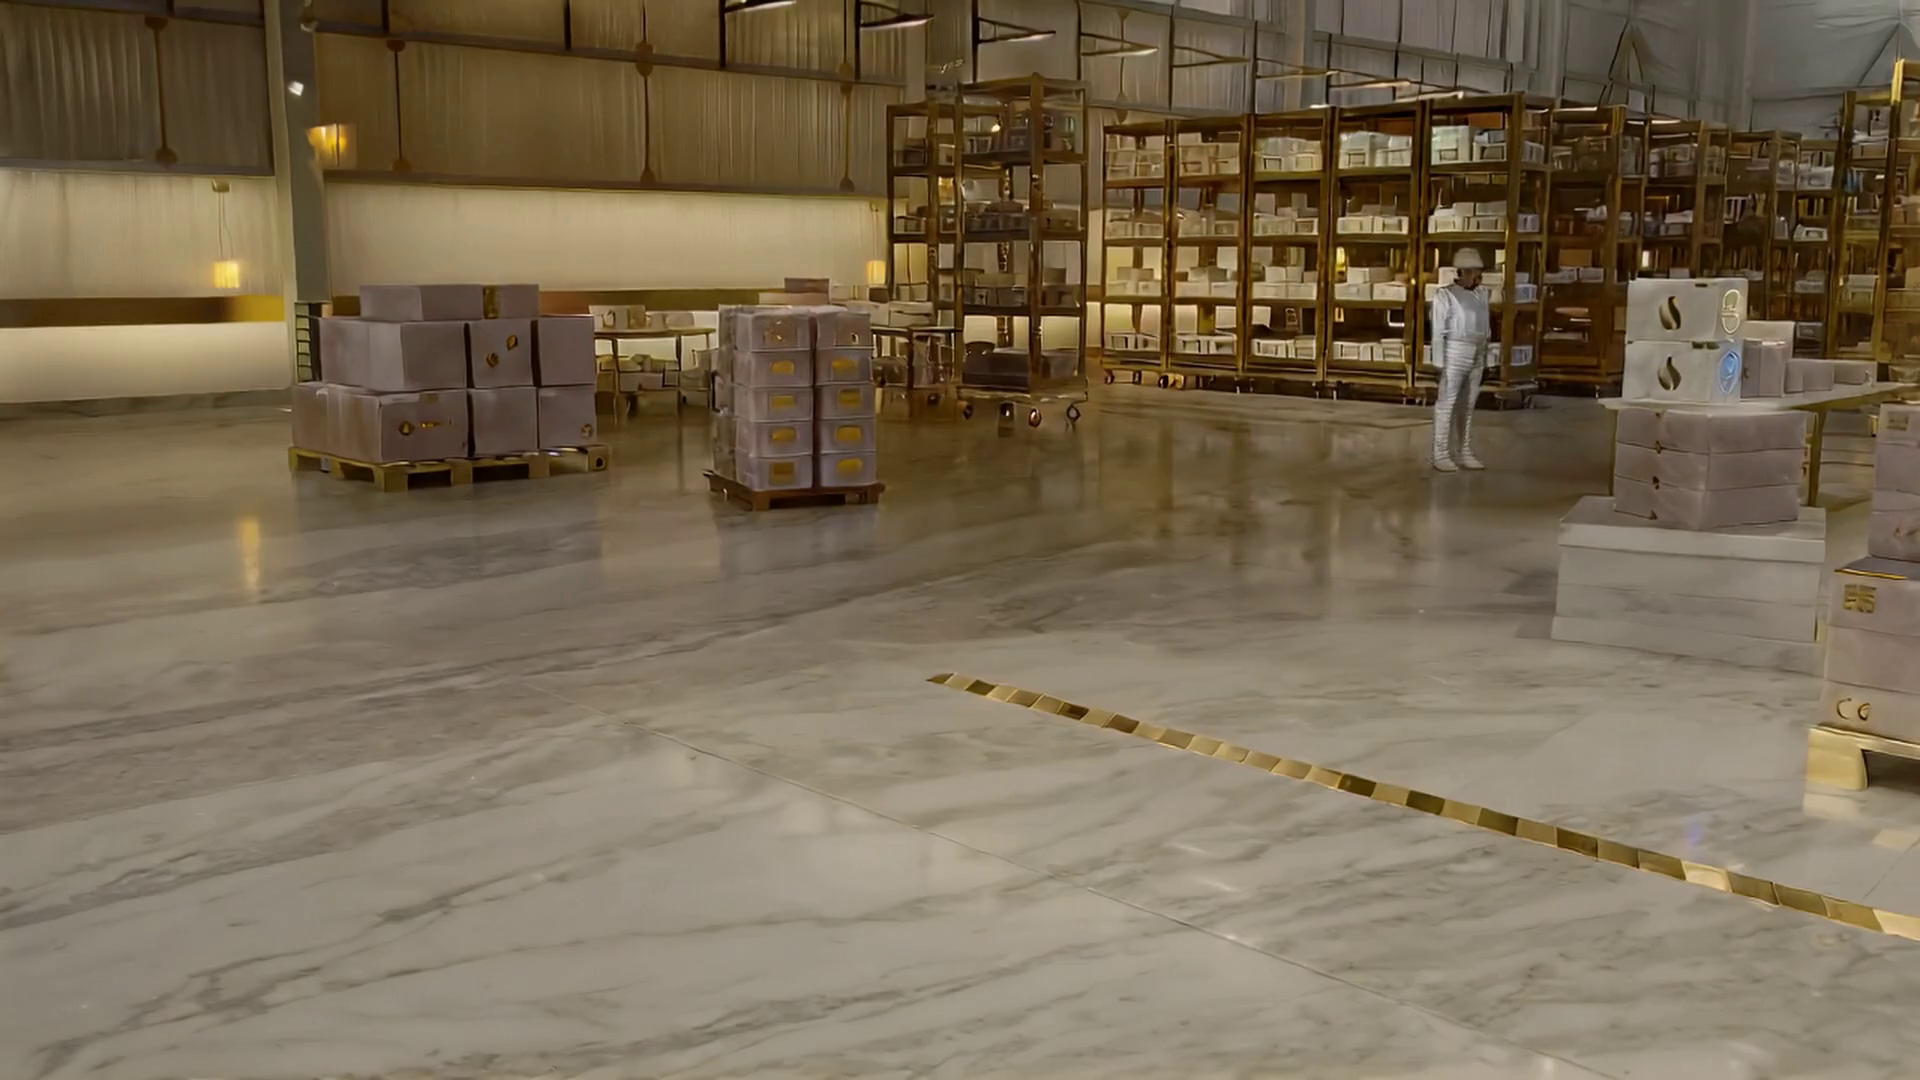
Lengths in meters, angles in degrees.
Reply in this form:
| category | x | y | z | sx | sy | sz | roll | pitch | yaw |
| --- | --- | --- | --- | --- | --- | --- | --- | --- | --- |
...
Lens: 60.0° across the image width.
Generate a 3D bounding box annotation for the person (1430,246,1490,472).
| category | x | y | z | sx | sy | sz | roll | pitch | yaw |
| --- | --- | --- | --- | --- | --- | --- | --- | --- | --- |
| person | 4.123 | -1.479 | 13.651 | 0.590 | 1.833 | 0.404 | -5 | 11 | -30 |
